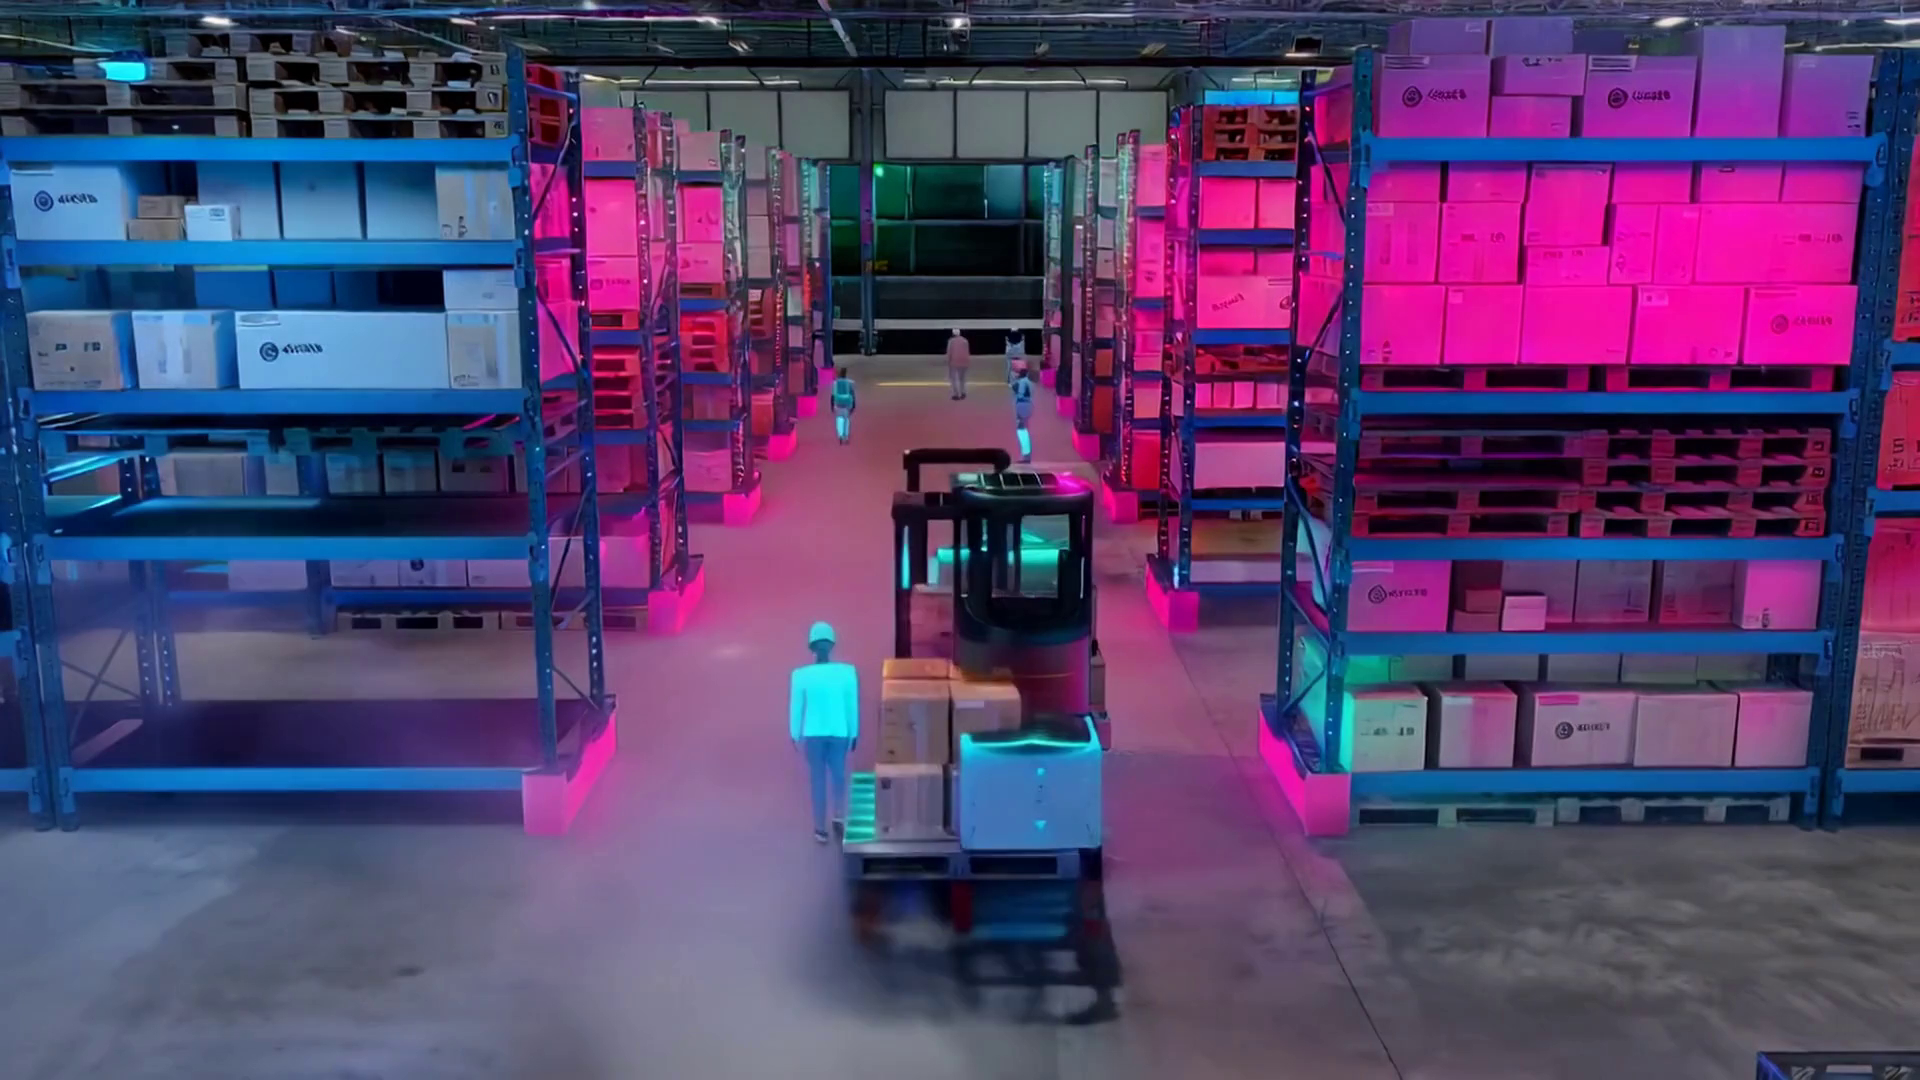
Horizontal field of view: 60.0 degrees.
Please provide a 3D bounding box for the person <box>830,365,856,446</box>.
[{"bbox_3d":[-2.444,-2.826,34.748,0.549,1.642,0.858,0,11,-2],"label":"person"}]

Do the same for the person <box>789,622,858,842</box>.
[{"bbox_3d":[-1.072,1.501,13.040,0.540,1.749,0.368,-2,12,-11],"label":"person"}]

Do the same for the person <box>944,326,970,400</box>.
[{"bbox_3d":[-0.078,-4.549,42.717,0.659,1.887,0.426,-6,13,-27],"label":"person"}]

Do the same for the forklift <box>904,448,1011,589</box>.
[{"bbox_3d":[-0.025,0.578,14.835,1.129,2.768,1.873,0,11,-1],"label":"forklift"}]

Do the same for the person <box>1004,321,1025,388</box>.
[{"bbox_3d":[1.488,-5.072,45.483,0.578,1.817,0.812,0,11,1],"label":"person"}]

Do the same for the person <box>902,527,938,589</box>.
[{"bbox_3d":[-0.444,0.665,17.384,0.539,1.679,0.630,6,13,26],"label":"person"}]

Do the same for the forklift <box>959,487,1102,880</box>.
[{"bbox_3d":[0.495,0.986,12.813,1.129,2.768,1.873,0,11,-2],"label":"forklift"}]

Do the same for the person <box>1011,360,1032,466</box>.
[{"bbox_3d":[1.169,-2.440,31.921,0.407,2.035,0.601,3,12,13],"label":"person"}]
